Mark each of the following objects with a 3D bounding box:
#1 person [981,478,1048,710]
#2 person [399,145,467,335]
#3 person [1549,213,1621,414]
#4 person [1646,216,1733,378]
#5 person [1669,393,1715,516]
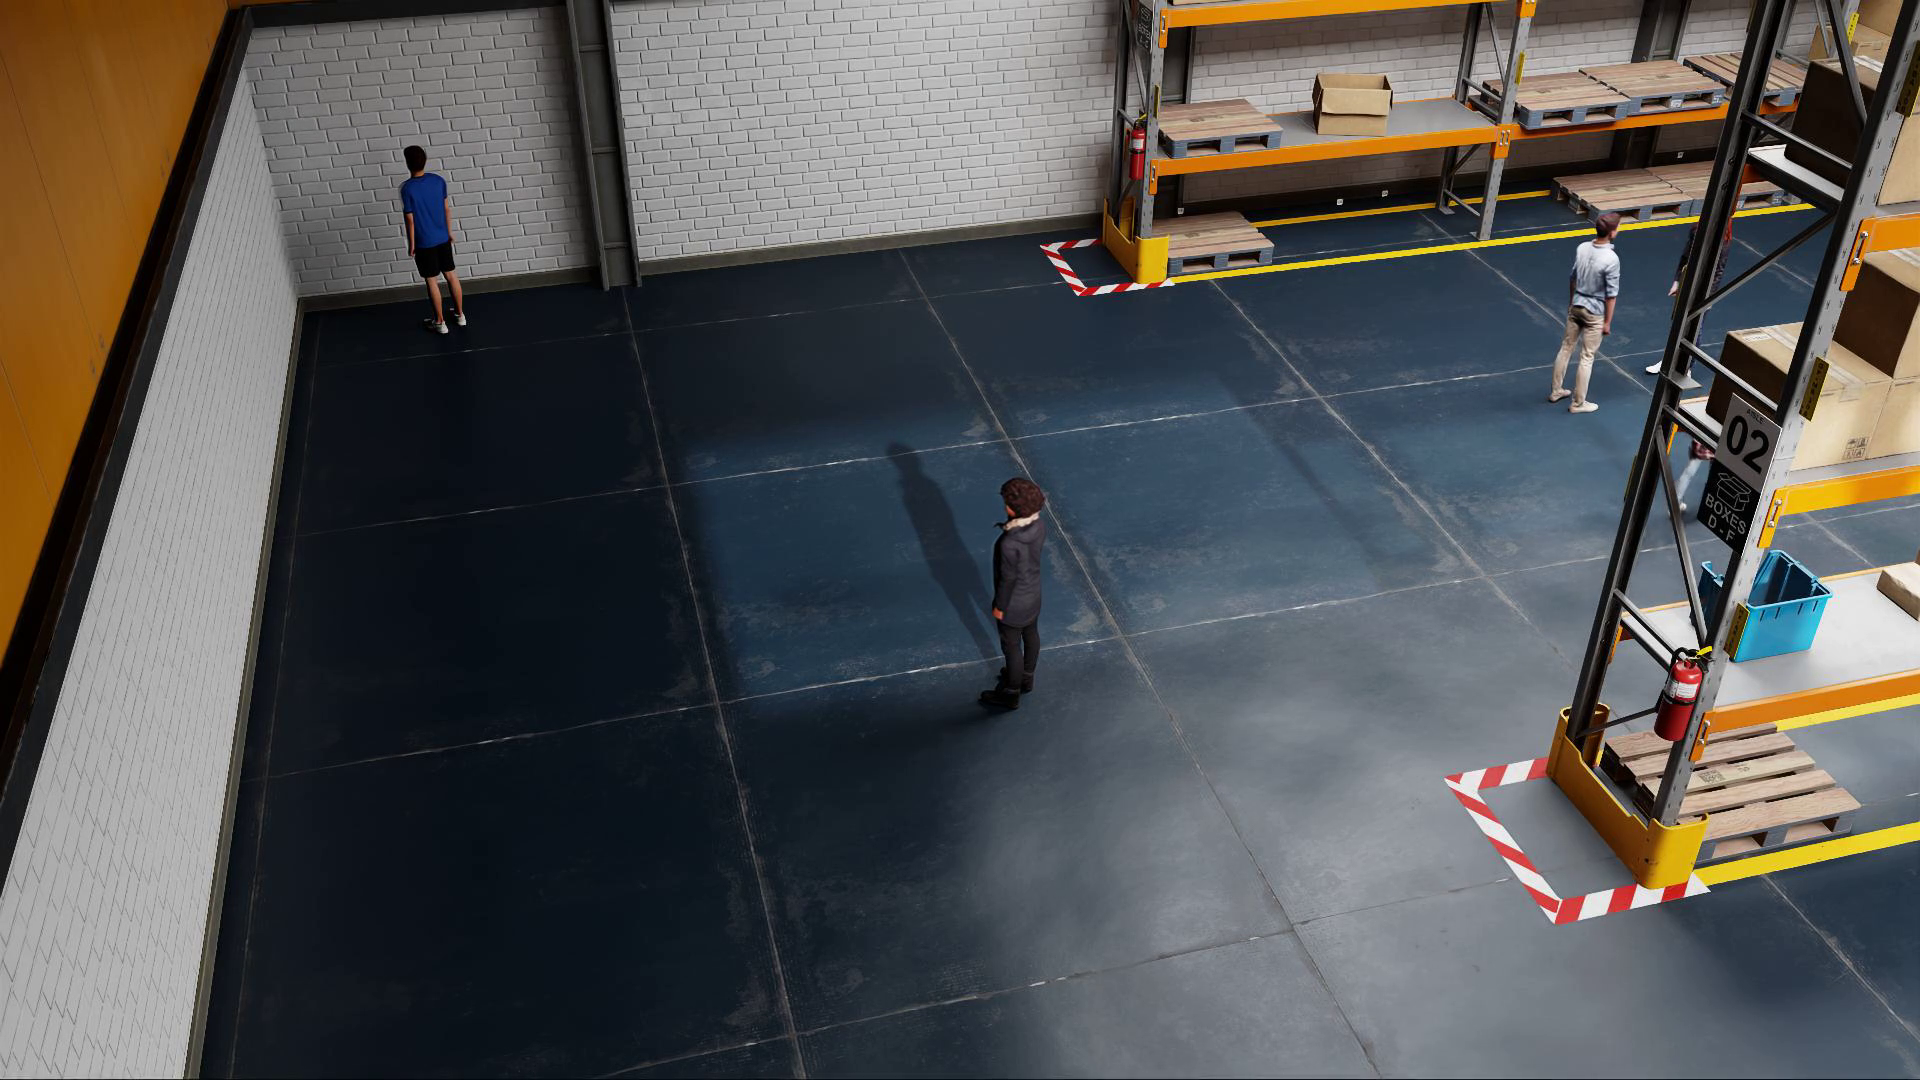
[{"bbox_3d":[0.399,0.355,11.220,0.797,1.781,0.734,19,38,26],"label":"person"},{"bbox_3d":[-5.112,-2.918,16.068,0.799,1.866,0.700,26,42,33],"label":"person"},{"bbox_3d":[5.567,-2.025,14.742,0.635,1.847,0.695,-17,37,-23],"label":"person"},{"bbox_3d":[6.721,-2.287,15.191,0.632,1.787,0.641,-20,38,-27],"label":"person"},{"bbox_3d":[5.971,-0.749,13.343,0.960,1.271,0.764,-25,41,-33],"label":"person"}]
